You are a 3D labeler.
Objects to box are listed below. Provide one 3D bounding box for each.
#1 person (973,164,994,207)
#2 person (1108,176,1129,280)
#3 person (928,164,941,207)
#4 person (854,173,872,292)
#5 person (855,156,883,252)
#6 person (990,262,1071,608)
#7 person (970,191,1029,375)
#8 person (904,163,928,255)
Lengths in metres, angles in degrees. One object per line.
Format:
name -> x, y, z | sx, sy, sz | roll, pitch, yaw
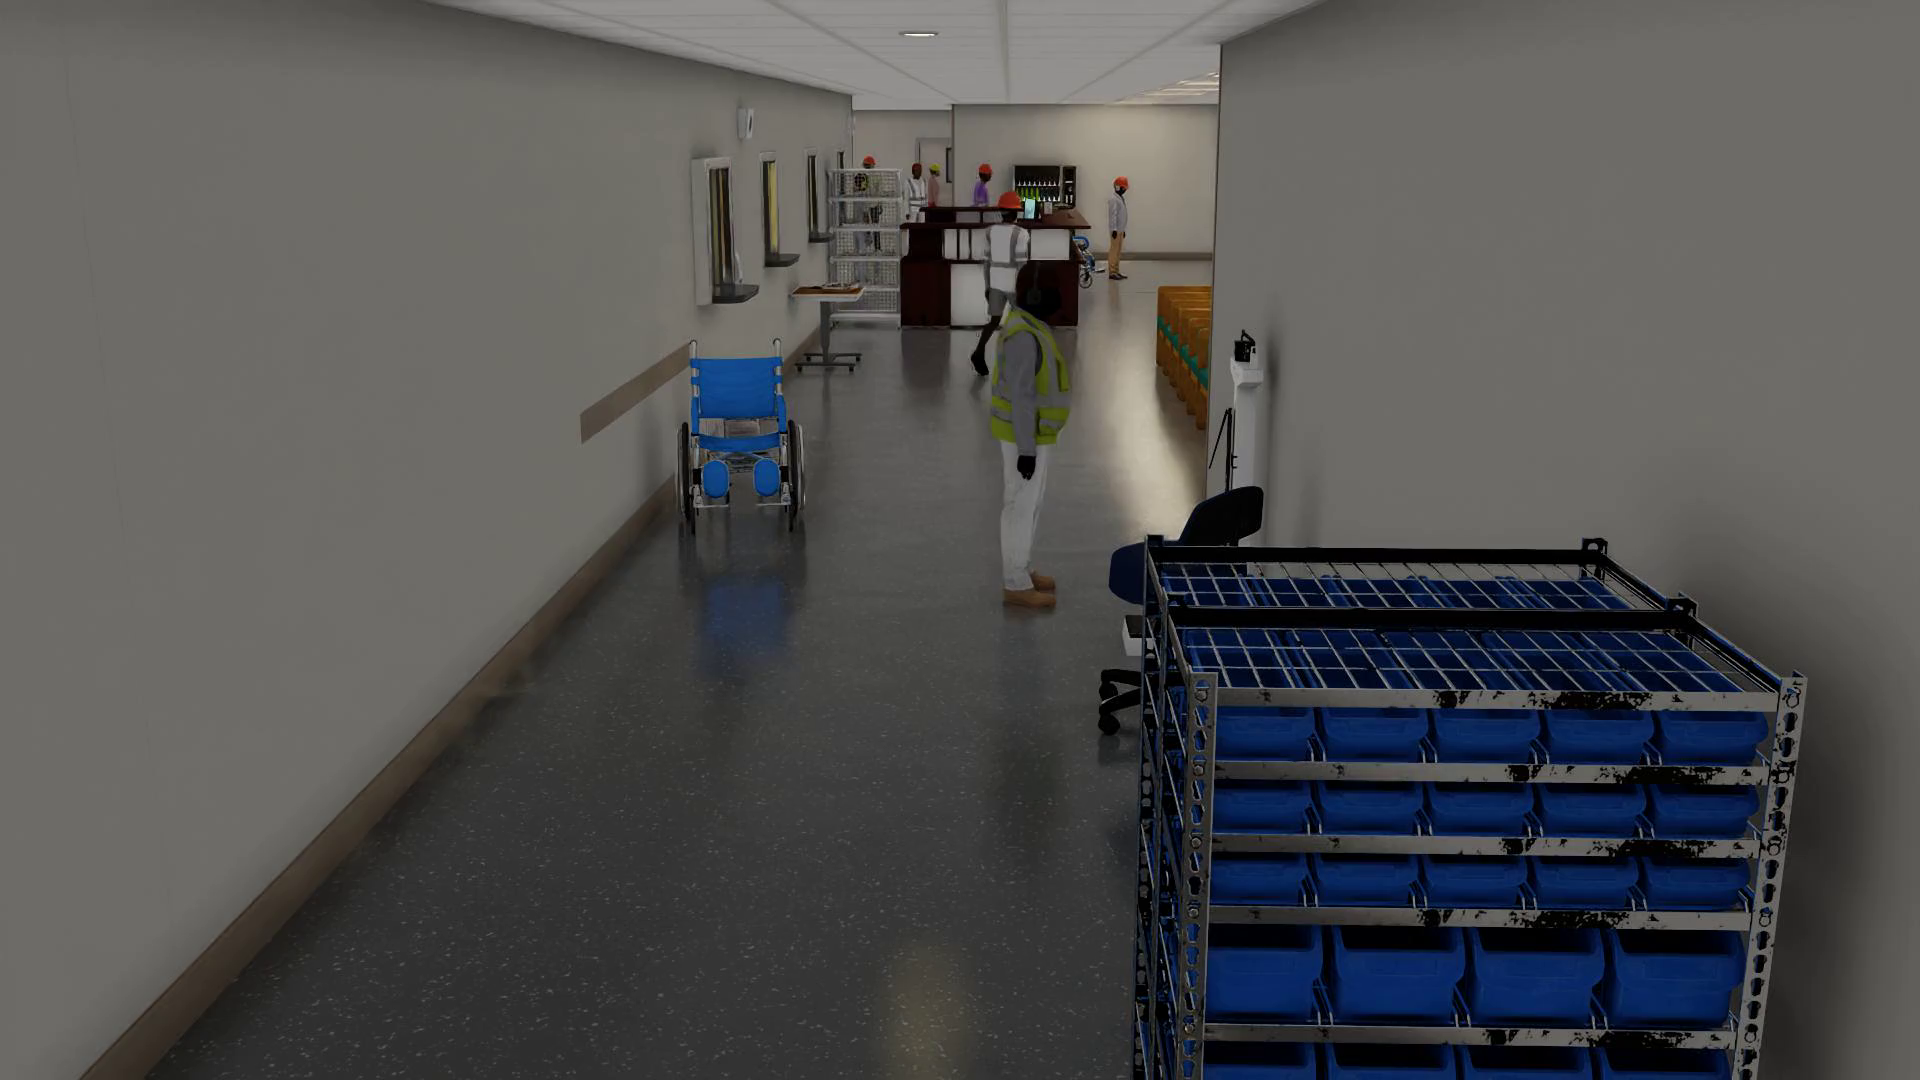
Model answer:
person -> 0.439, -5.952, 30.645 | 0.392, 1.923, 0.541 | -1, 14, -4
person -> 2.724, -5.345, 28.524 | 0.333, 1.745, 0.559 | 5, 15, 21
person -> -0.633, -7.732, 38.181 | 0.479, 1.767, 0.616 | -3, 14, -11
person -> -1.580, -4.864, 26.350 | 0.321, 1.861, 0.516 | -11, 17, -37
person -> -1.896, -6.990, 34.697 | 0.613, 1.991, 0.391 | 1, 14, 5
person -> 0.379, -0.568, 8.951 | 0.430, 1.842, 0.655 | 1, 14, 4
person -> 0.437, -2.671, 17.362 | 0.549, 1.912, 0.871 | 9, 17, 33
person -> -0.878, -6.640, 33.525 | 0.568, 1.878, 0.351 | -11, 18, -39
